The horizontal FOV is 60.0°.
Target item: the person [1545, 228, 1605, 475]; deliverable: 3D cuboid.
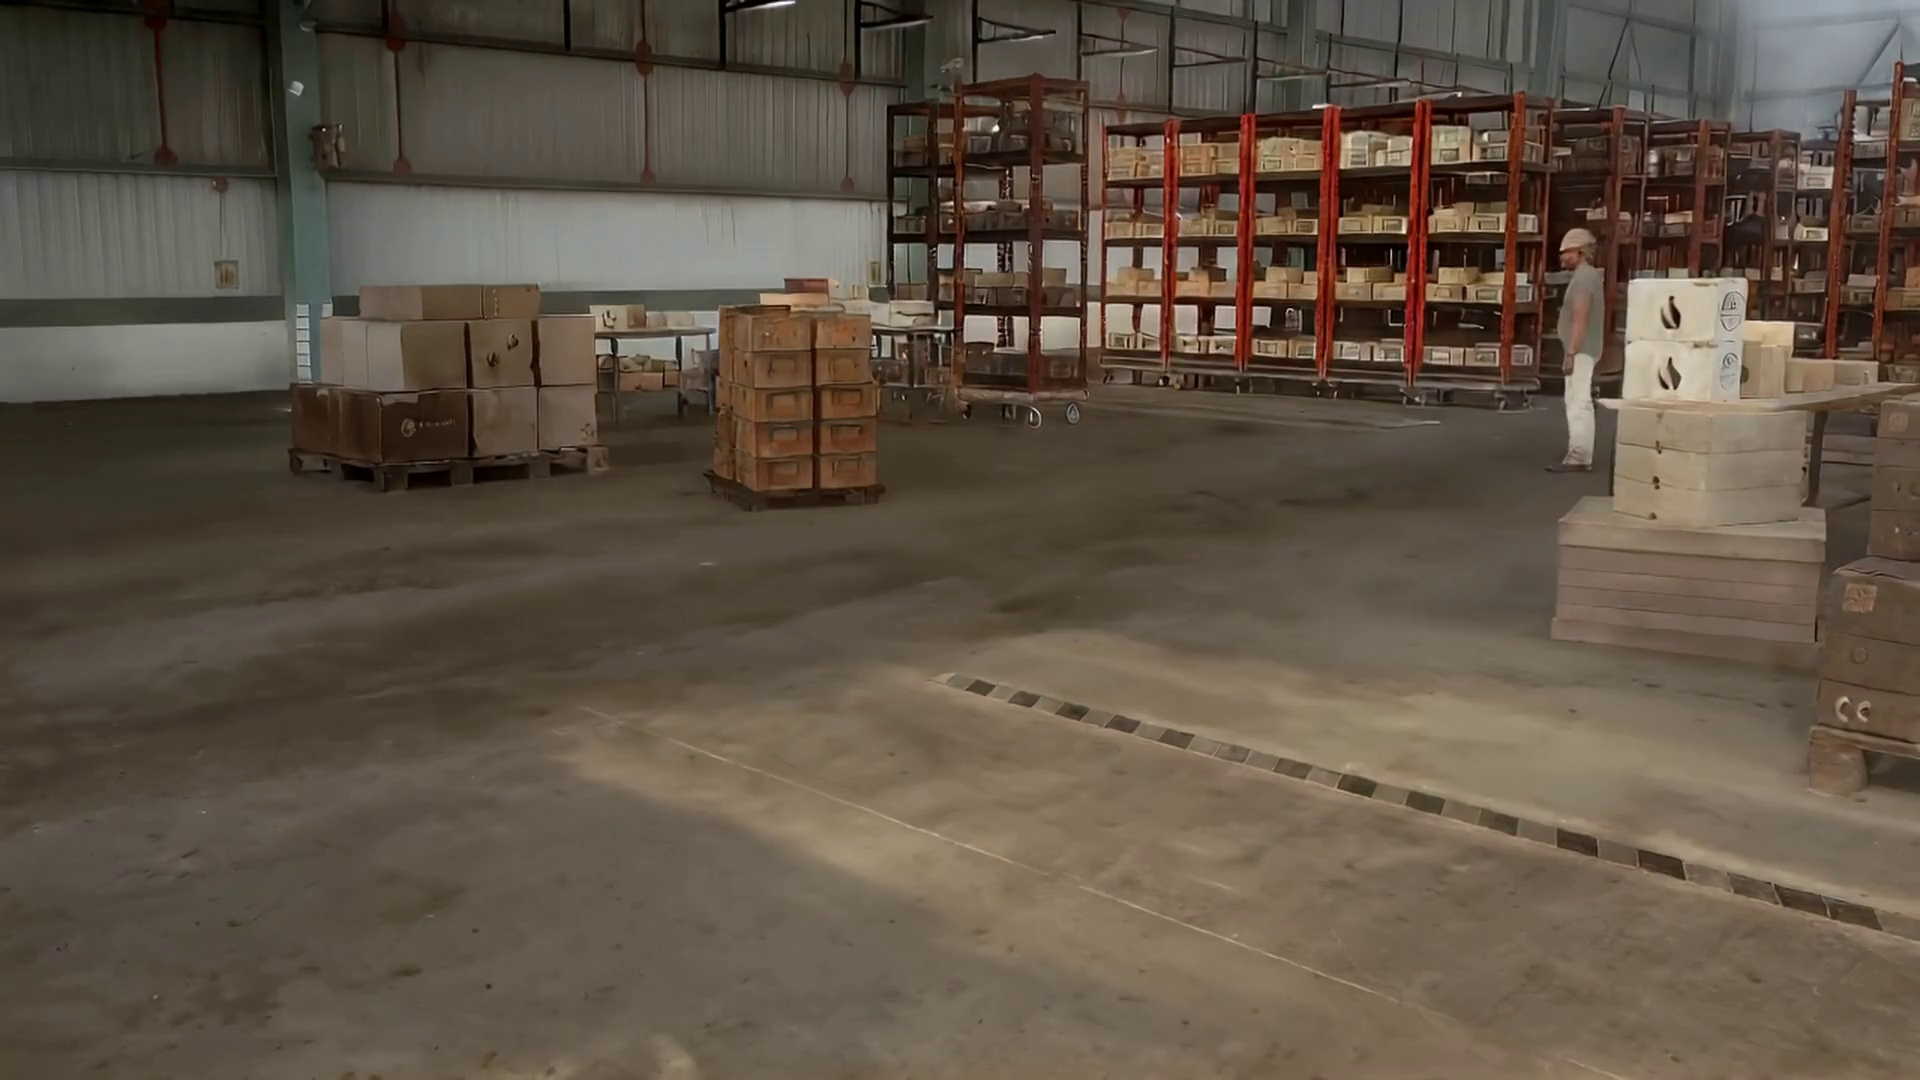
[{"bbox_3d":[4.972,-1.514,13.429,0.418,1.983,0.624,5,11,30],"label":"person"}]
